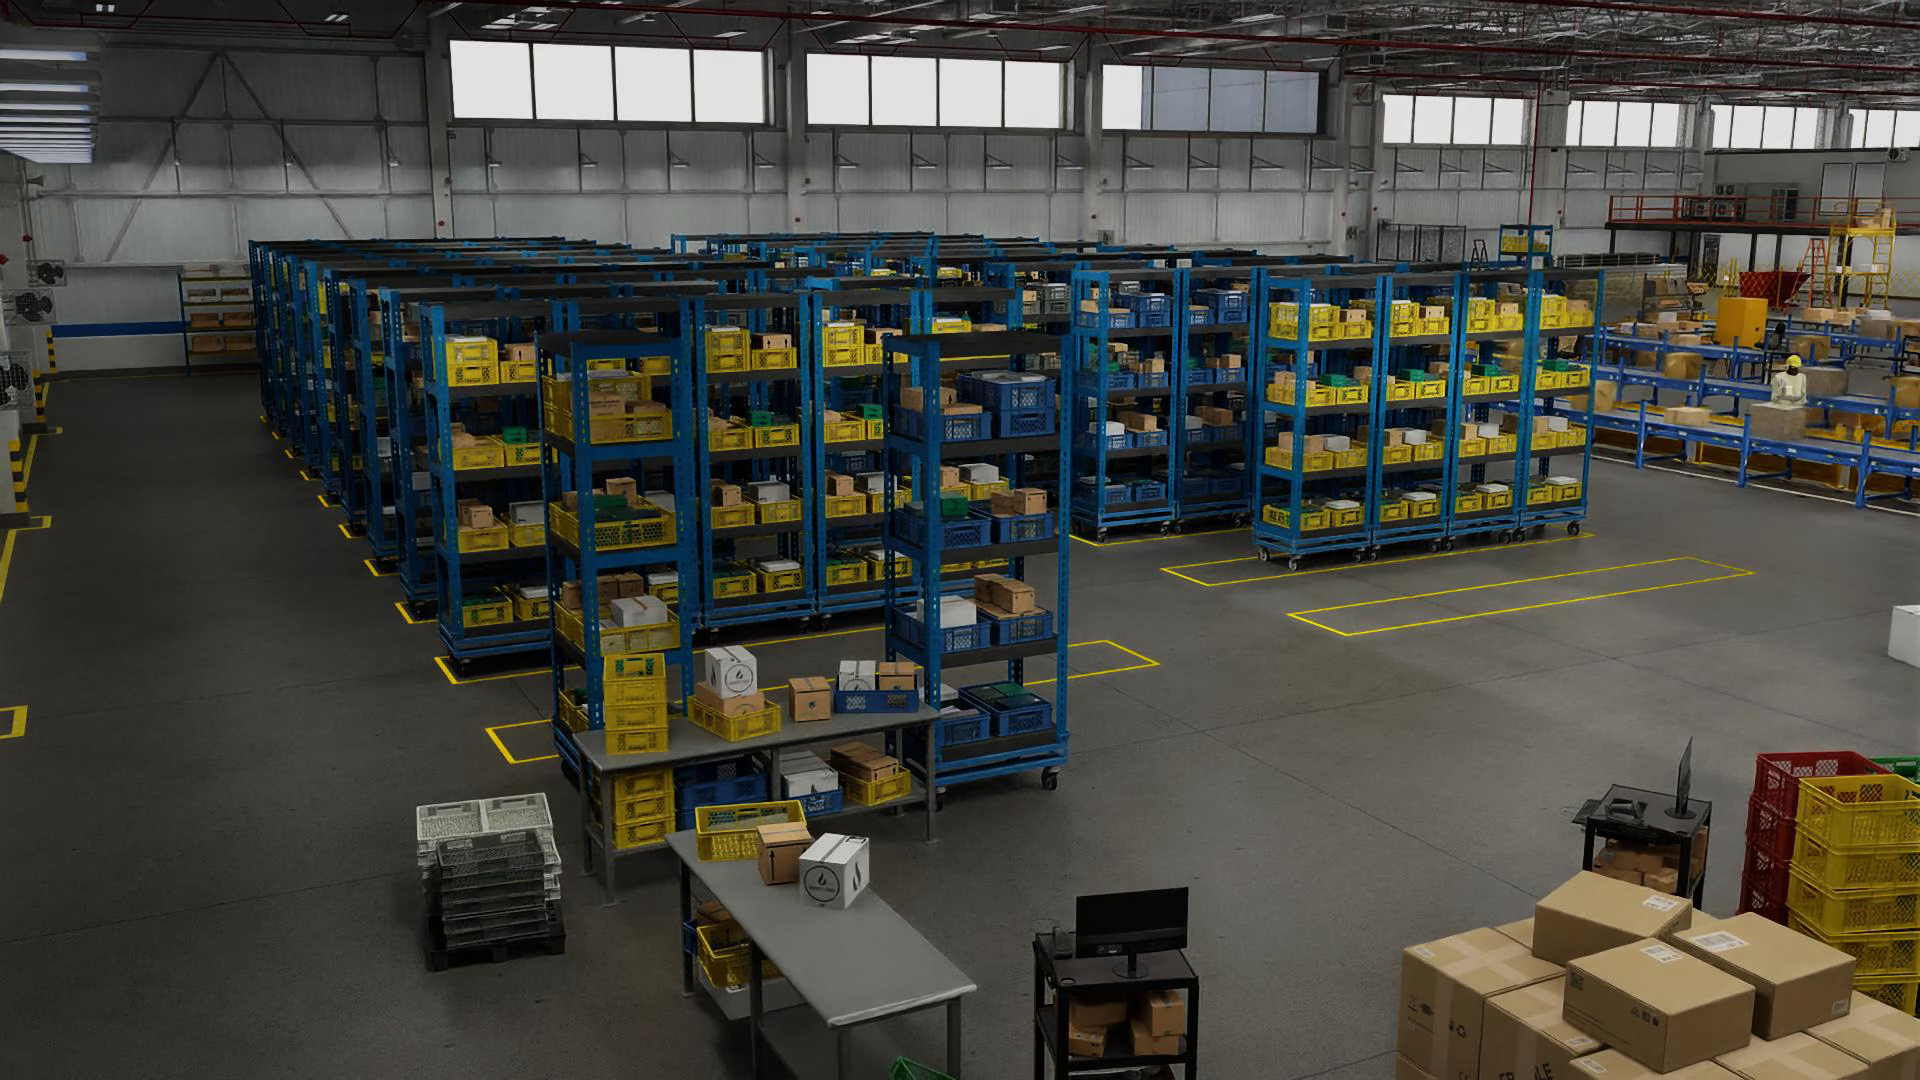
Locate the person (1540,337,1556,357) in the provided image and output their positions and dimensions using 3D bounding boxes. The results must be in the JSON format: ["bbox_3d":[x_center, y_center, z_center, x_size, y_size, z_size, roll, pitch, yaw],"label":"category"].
[{"bbox_3d":[14.235,-4.705,40.452,0.507,1.632,0.267,2,12,10],"label":"person"}]

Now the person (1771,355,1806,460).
[{"bbox_3d":[14.252,-2.271,28.619,0.592,1.826,0.403,0,12,-2],"label":"person"}]
